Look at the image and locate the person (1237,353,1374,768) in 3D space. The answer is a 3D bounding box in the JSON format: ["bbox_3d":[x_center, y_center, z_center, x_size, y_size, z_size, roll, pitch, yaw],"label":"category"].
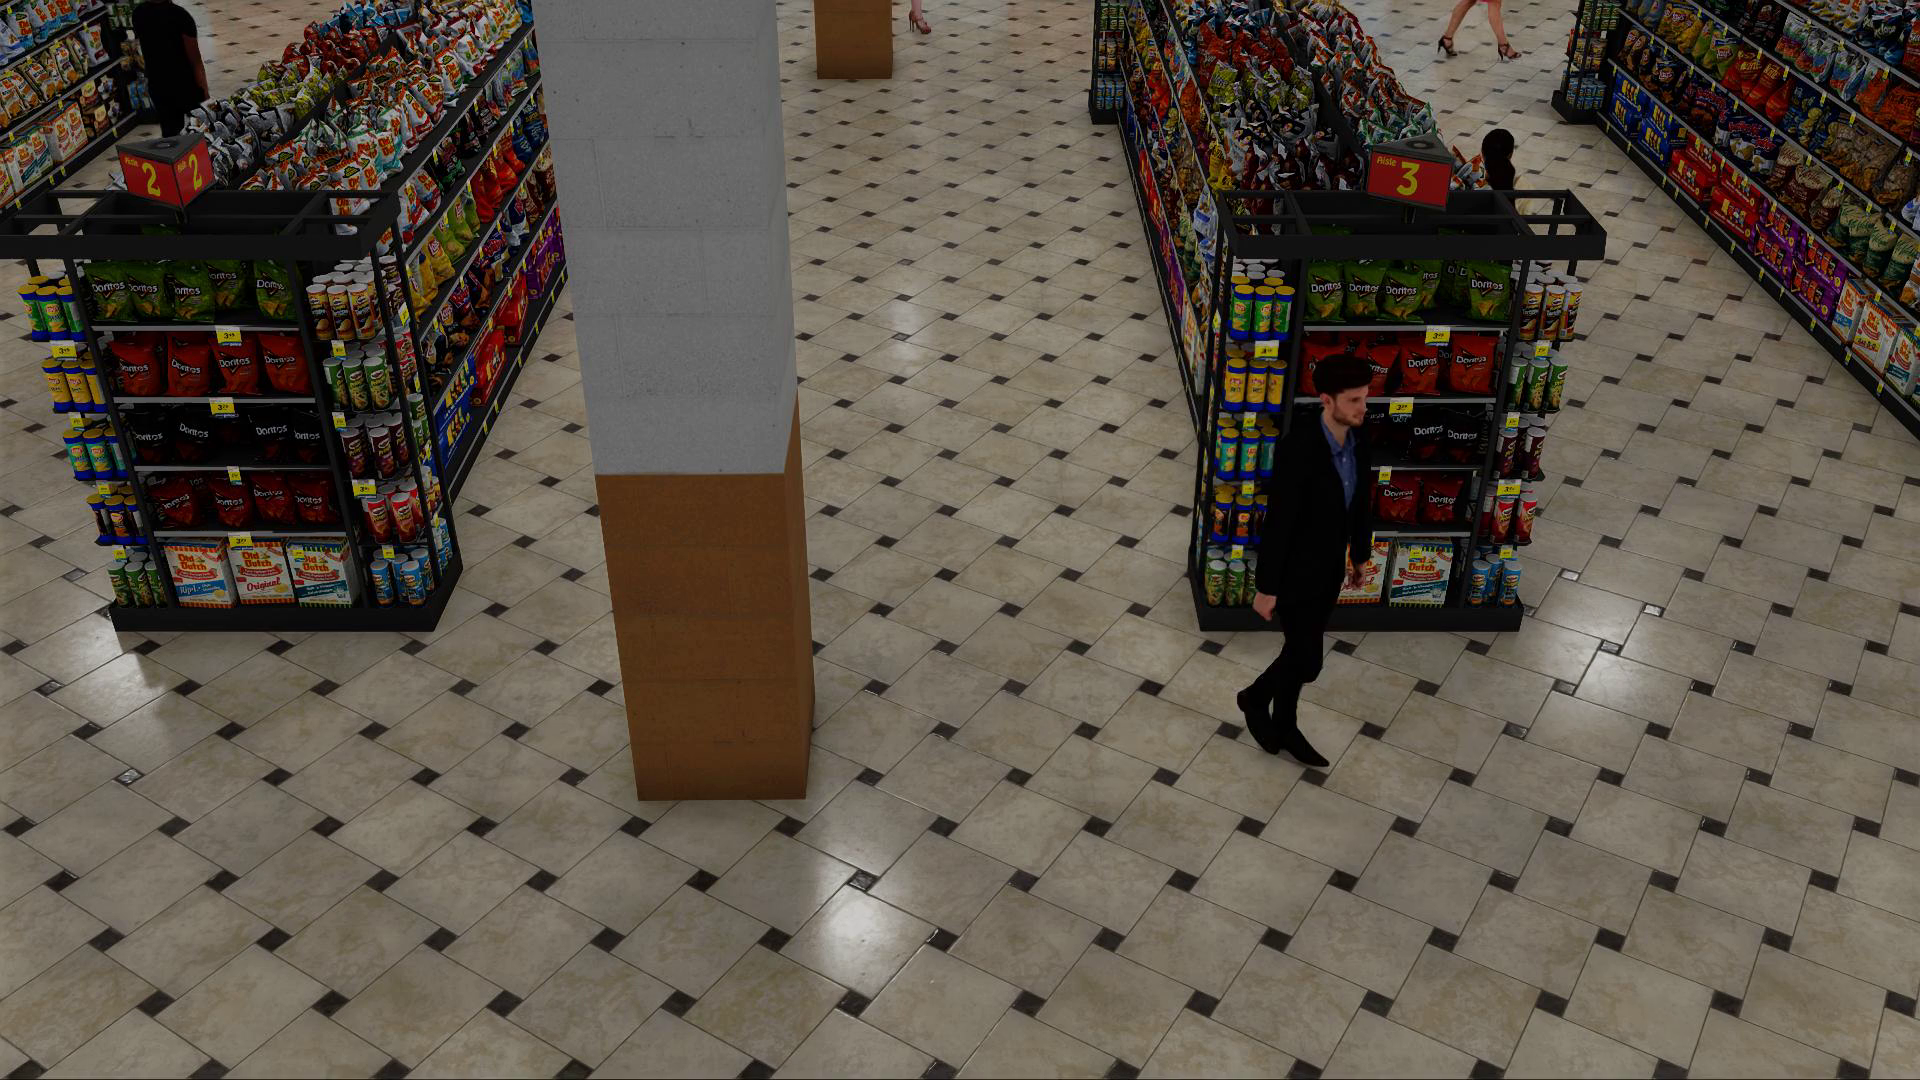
[{"bbox_3d":[1.343,0.076,6.720,0.863,1.882,0.918,-26,40,-35],"label":"person"}]

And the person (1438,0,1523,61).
[{"bbox_3d":[4.870,-5.376,15.666,0.940,1.689,1.046,14,35,21],"label":"person"}]

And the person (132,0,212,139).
[{"bbox_3d":[-5.722,-3.175,12.055,0.917,1.765,1.258,10,33,16],"label":"person"}]

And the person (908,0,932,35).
[{"bbox_3d":[-0.405,-5.969,16.522,0.651,1.791,0.469,-5,32,-7],"label":"person"}]

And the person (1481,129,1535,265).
[{"bbox_3d":[3.009,-1.559,9.585,0.641,1.631,0.547,-2,32,-3],"label":"person"}]
